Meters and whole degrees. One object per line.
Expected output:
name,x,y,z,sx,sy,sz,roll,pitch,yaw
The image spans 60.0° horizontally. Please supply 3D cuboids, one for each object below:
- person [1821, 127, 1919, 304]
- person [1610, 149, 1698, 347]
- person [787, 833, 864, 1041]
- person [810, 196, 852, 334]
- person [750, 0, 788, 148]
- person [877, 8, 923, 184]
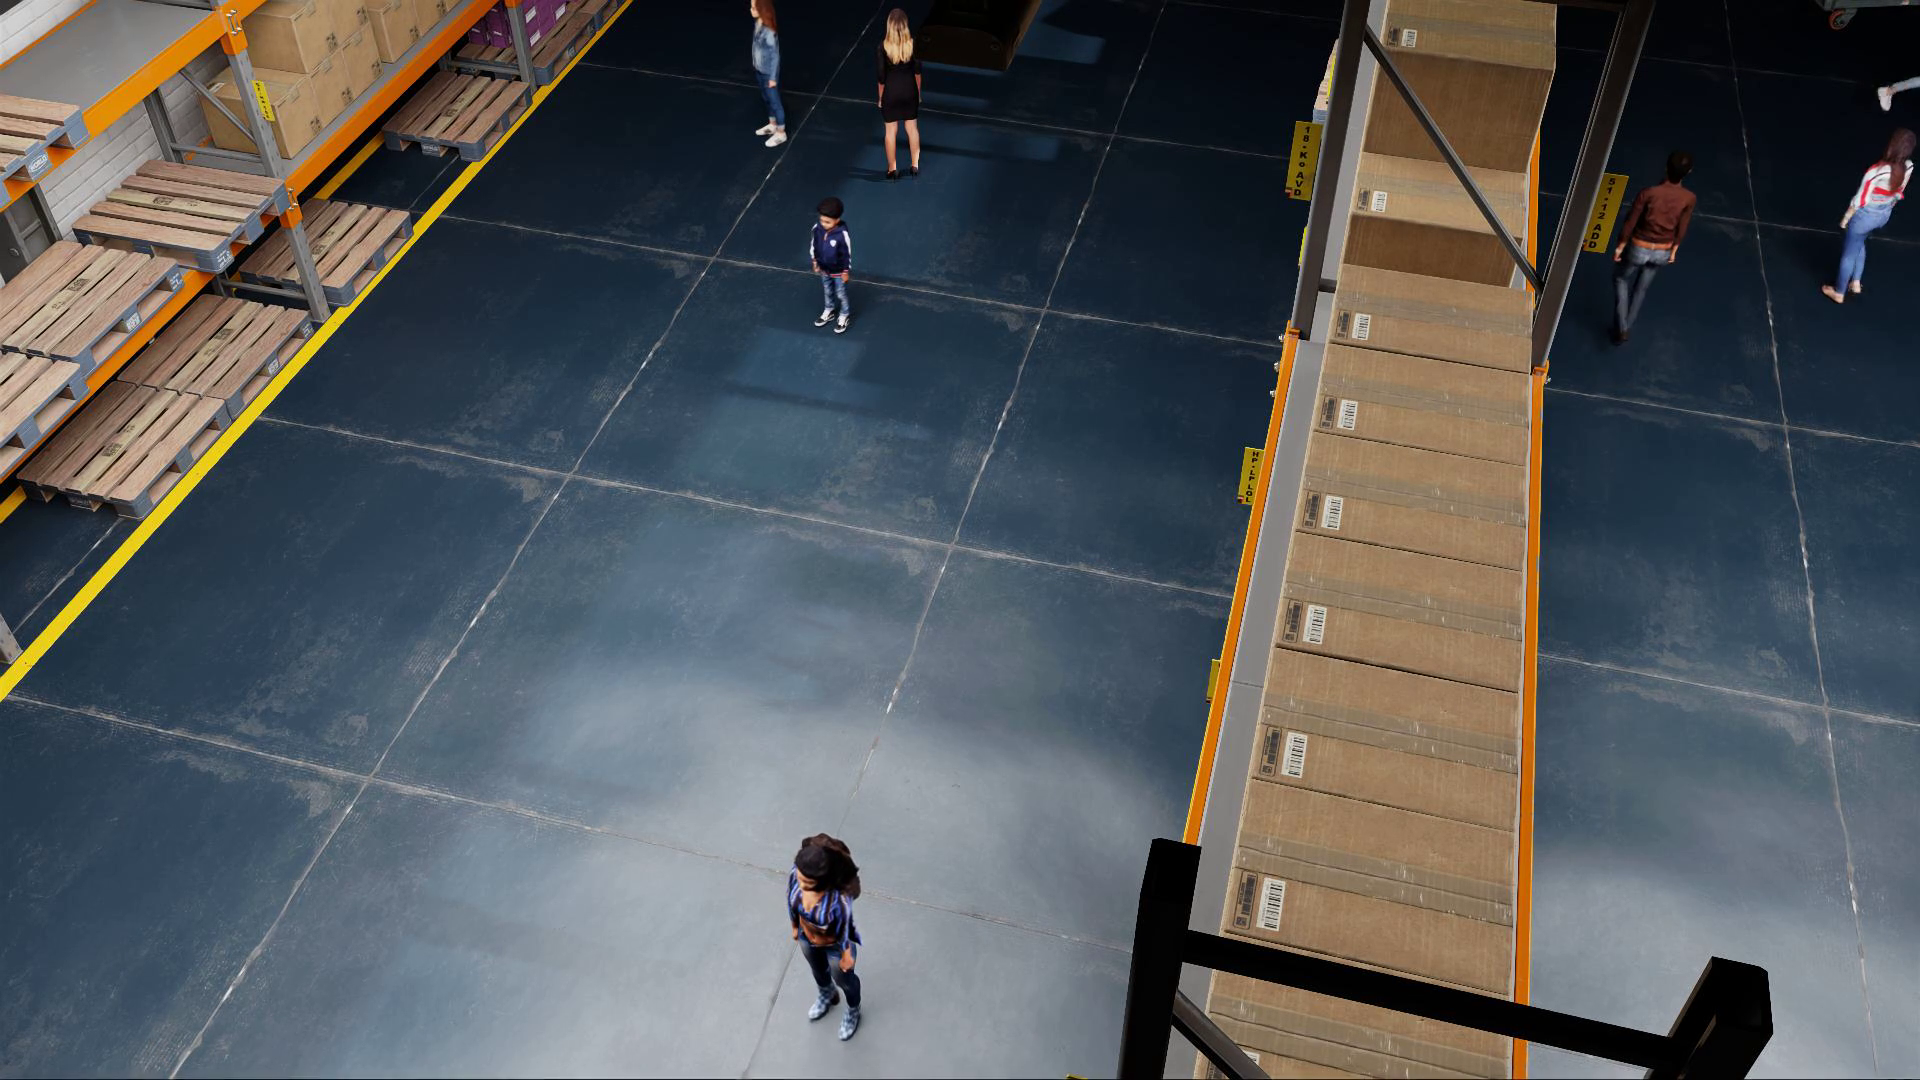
person,7.531,-2.617,13.663,0.725,1.609,0.761,-13,45,-13
person,5.445,-2.228,13.139,0.698,1.769,0.736,6,44,6
person,-0.698,2.079,8.727,0.680,1.620,0.656,25,49,24
person,-1.036,-2.266,13.576,0.570,1.222,0.566,23,48,22
person,-1.806,-4.441,15.675,0.699,1.476,0.626,-19,47,-19
person,-0.550,-4.028,15.096,0.616,1.676,0.616,-11,45,-11
